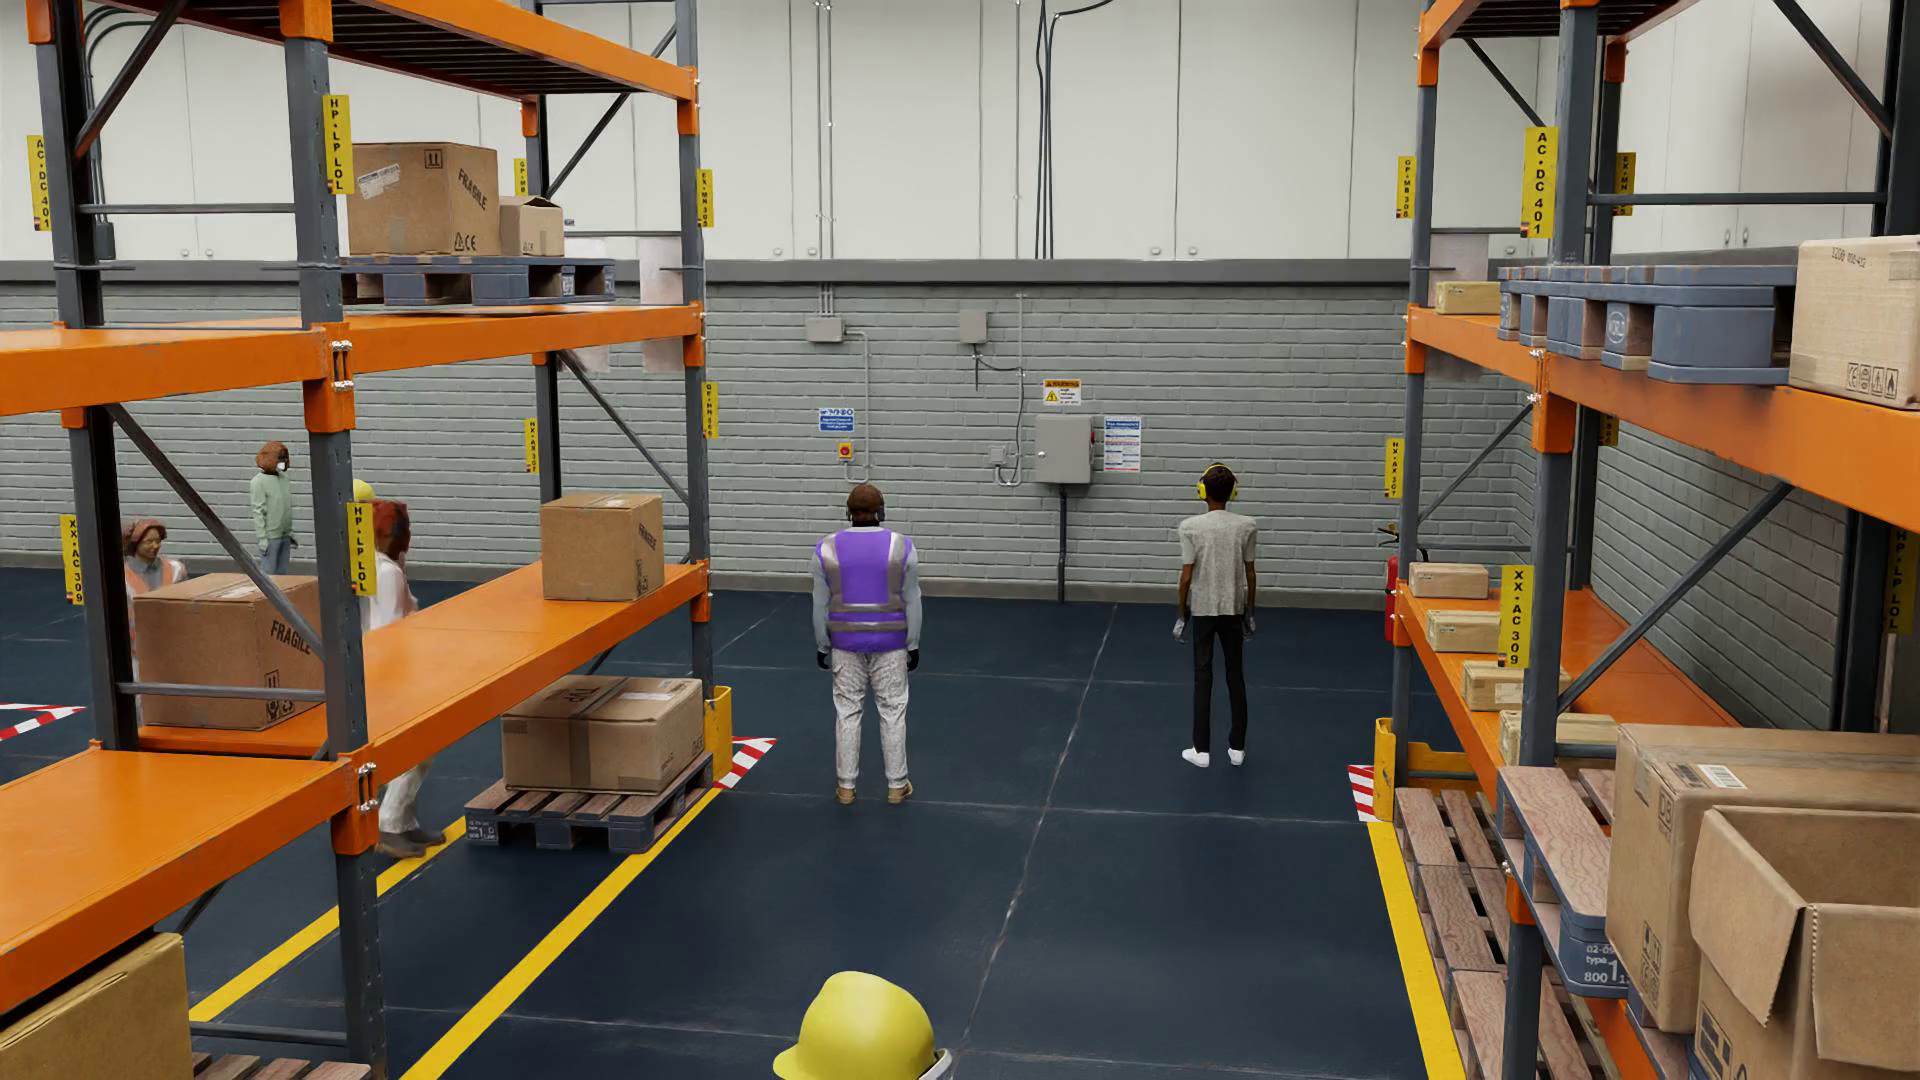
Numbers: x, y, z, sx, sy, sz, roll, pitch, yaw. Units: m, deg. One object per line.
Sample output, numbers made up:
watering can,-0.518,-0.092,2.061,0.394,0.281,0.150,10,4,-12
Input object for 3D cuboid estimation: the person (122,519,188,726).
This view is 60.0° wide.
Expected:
person,-4.726,0.666,9.755,0.777,1.601,0.531,7,11,35

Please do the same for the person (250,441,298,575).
person,-5.679,-0.012,13.819,0.279,1.633,0.498,1,9,8

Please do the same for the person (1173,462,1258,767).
person,1.565,0.460,10.184,0.518,1.874,0.330,-1,9,-7

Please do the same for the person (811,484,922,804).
person,-0.522,0.594,9.465,0.621,1.838,0.429,0,9,2

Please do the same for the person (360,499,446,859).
person,-2.916,0.723,8.589,0.394,1.858,0.673,-4,10,-21

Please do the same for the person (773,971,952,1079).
person,-0.144,1.649,2.970,0.403,1.830,0.601,1,9,8
